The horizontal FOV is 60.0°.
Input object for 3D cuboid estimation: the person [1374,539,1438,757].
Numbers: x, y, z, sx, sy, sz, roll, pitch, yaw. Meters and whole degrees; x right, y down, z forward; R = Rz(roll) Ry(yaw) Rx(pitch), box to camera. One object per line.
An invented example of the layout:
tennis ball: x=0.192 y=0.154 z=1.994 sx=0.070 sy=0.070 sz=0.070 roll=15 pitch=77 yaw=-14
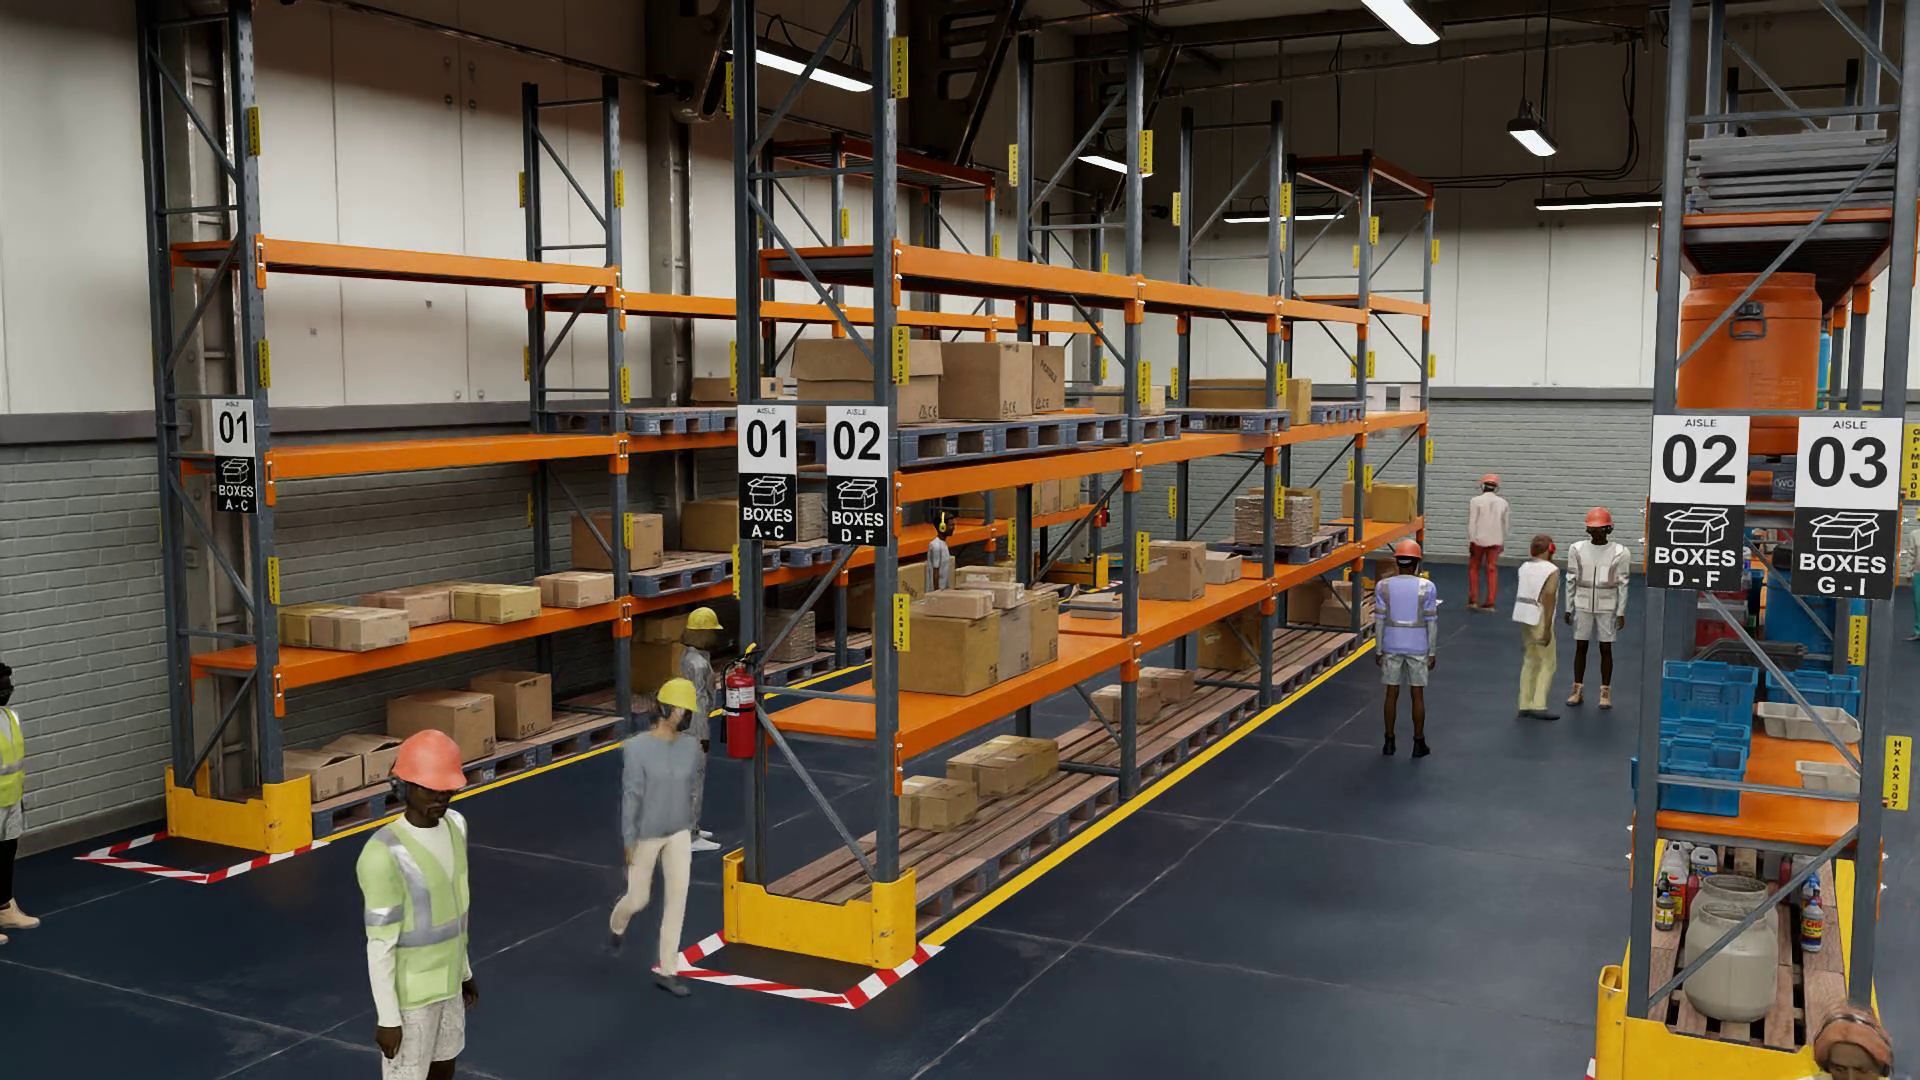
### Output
person: x=3.948 y=0.956 z=14.736 sx=0.543 sy=1.928 sz=0.373 roll=2 pitch=6 yaw=23

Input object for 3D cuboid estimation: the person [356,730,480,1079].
person: x=-2.071 y=1.744 z=6.525 sx=0.389 sy=2.038 sz=0.615 roll=1 pitch=6 yaw=14

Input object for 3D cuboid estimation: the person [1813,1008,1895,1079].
person: x=2.631 y=2.133 z=4.922 sx=0.573 sy=1.576 sz=0.879 roll=1 pitch=6 yaw=13

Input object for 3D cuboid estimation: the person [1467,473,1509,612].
person: x=7.519 y=0.032 z=23.681 sx=0.645 sy=1.934 sz=0.723 roll=-1 pitch=6 yaw=-6

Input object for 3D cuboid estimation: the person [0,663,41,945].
person: x=-5.789 y=1.564 z=9.967 sx=0.317 sy=1.691 sz=0.535 roll=0 pitch=6 yaw=3

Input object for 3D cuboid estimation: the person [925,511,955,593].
person: x=-0.221 y=0.613 z=18.411 sx=0.331 sy=1.862 sz=0.507 roll=1 pitch=6 yaw=6

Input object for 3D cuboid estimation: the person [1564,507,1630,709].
person: x=6.433 y=0.683 z=16.830 sx=0.608 sy=2.044 sz=0.370 roll=3 pitch=7 yaw=29

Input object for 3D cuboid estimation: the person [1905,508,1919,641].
person: x=12.066 y=0.423 z=20.750 sx=0.337 sy=1.757 sz=0.537 roll=-3 pitch=7 yaw=-25

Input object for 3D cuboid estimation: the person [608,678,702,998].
person: x=-1.699 y=1.614 z=9.278 sx=0.543 sy=1.725 sz=0.699 roll=-5 pitch=7 yaw=-38

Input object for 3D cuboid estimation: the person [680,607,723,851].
person: x=-1.860 y=1.343 z=11.919 sx=0.343 sy=1.735 sz=0.483 roll=-2 pitch=6 yaw=-19

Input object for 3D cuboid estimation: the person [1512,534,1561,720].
person: x=5.679 y=0.849 z=16.357 sx=0.447 sy=1.802 sz=0.626 roll=-2 pitch=6 yaw=-19
